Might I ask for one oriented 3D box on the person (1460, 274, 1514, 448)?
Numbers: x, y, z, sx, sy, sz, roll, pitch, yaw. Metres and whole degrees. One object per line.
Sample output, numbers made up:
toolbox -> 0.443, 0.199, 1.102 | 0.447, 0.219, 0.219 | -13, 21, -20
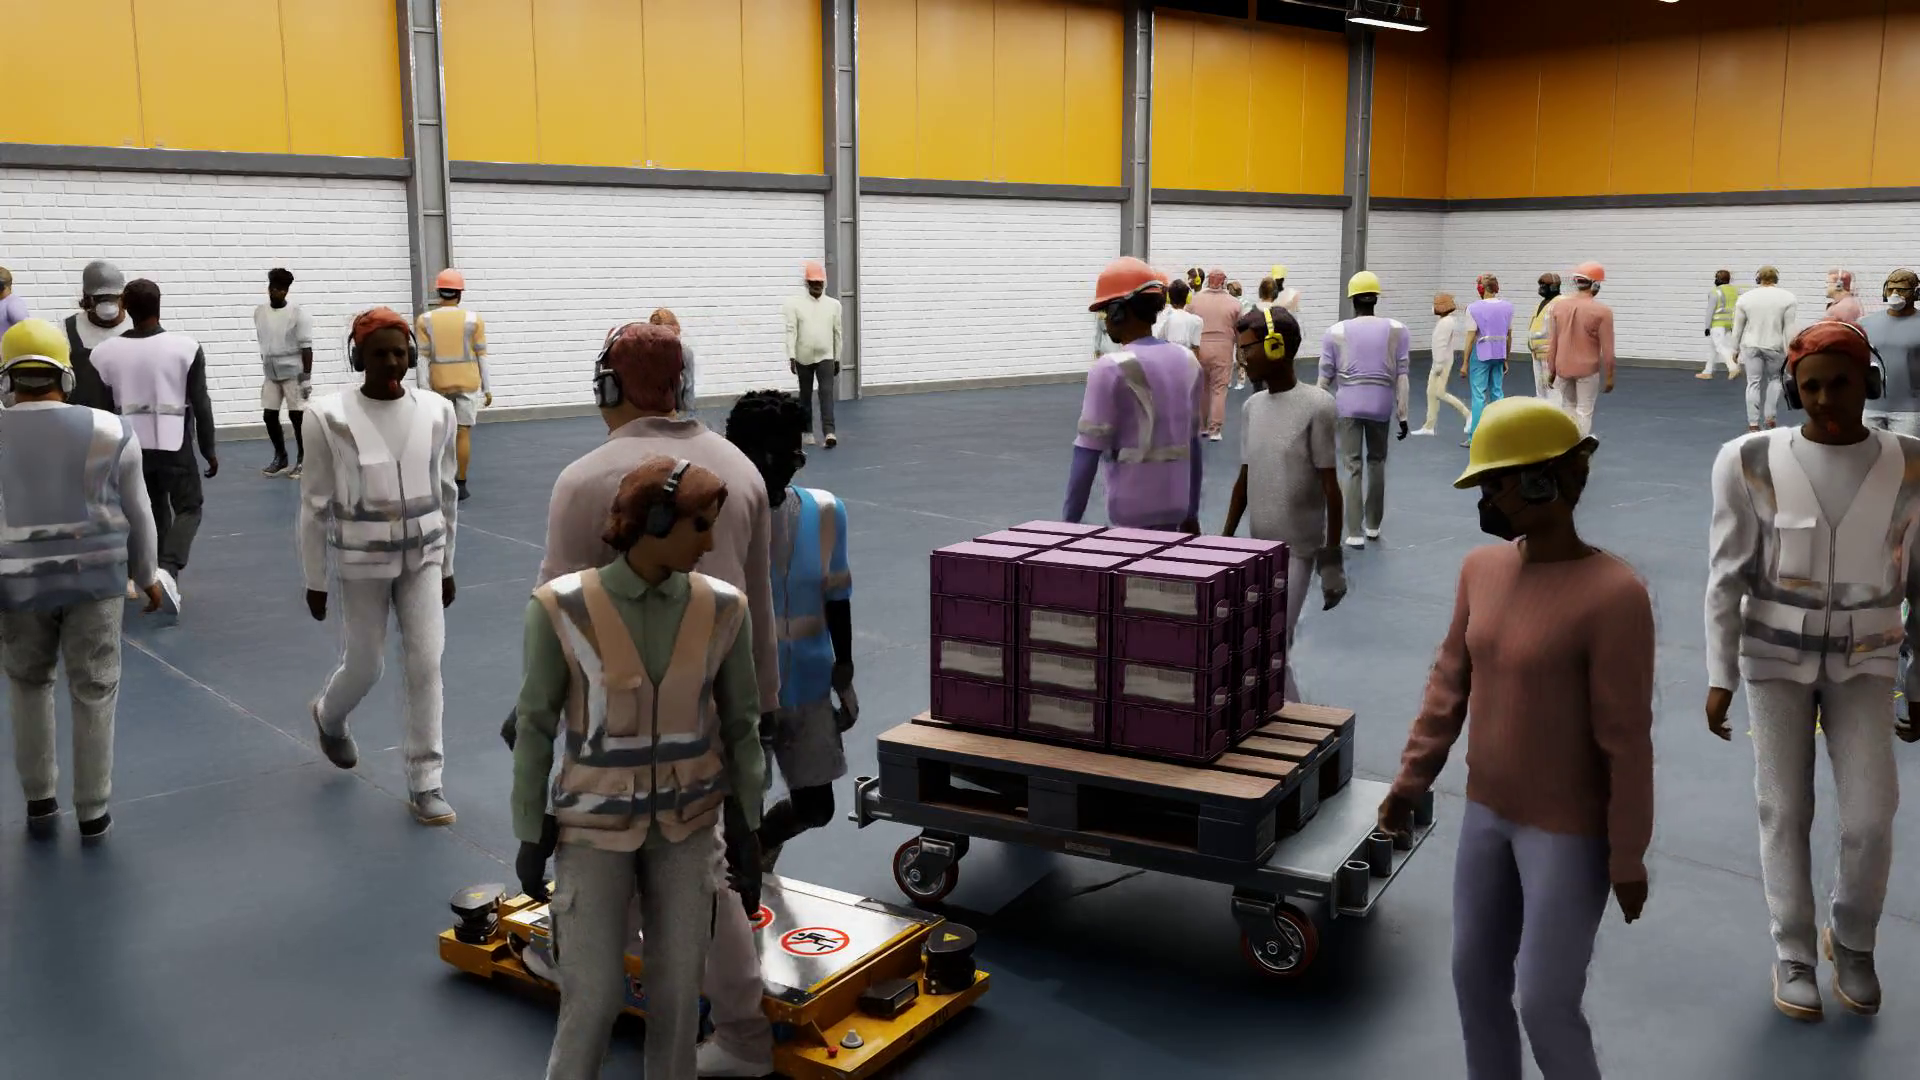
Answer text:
person -> 5.539, -1.870, 17.483 | 0.563, 1.838, 0.390 | -3, 10, -18

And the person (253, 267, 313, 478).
person -> -6.099, -1.504, 15.074 | 0.630, 1.923, 0.516 | 2, 10, 13

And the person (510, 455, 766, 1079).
person -> -0.680, 0.637, 3.492 | 0.578, 1.606, 0.388 | -5, 11, -28

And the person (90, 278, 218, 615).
person -> -4.502, -0.508, 9.318 | 0.605, 1.898, 0.697 | -2, 10, -9

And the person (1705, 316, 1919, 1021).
person -> 2.259, 0.353, 4.375 | 0.583, 1.868, 0.425 | 4, 10, 21

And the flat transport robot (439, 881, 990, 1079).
flat transport robot -> -0.694, 1.115, 4.578 | 1.431, 0.197, 0.652 | 6, 11, 32

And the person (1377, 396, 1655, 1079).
person -> 1.128, 0.584, 3.414 | 0.432, 1.733, 0.569 | -4, 10, -20

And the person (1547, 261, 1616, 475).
person -> 5.726, -1.566, 15.289 | 0.445, 1.973, 0.644 | -7, 12, -36

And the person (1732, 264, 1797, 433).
person -> 9.179, -2.178, 19.010 | 0.662, 1.925, 0.620 | 6, 11, 30

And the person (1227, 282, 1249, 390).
person -> 4.162, -3.100, 25.264 | 0.310, 1.638, 0.523 | -9, 14, -44

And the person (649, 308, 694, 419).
person -> -2.268, -0.989, 12.953 | 0.497, 1.626, 0.288 | 5, 11, 29

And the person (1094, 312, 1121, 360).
person -> 1.925, -2.370, 20.739 | 0.465, 1.729, 0.490 | -5, 11, -26

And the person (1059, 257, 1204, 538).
person -> 0.664, -0.113, 6.676 | 0.715, 2.008, 0.635 | 8, 13, 41

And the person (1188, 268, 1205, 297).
person -> 3.182, -2.708, 22.341 | 0.333, 1.860, 0.559 | -1, 10, -6

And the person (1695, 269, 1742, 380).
person -> 12.461, -3.510, 27.170 | 0.632, 1.816, 0.869 | -5, 11, -29

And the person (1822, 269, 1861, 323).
person -> 8.693, -1.735, 16.547 | 0.442, 1.896, 0.663 | 6, 11, 30

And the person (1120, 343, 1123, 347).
person -> 1.799, -1.968, 17.552 | 0.536, 2.016, 0.615 | -4, 11, -23

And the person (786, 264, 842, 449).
person -> -1.525, -1.933, 17.561 | 0.614, 1.934, 1.072 | -2, 10, -13

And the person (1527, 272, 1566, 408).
person -> 6.599, -2.079, 18.699 | 0.429, 1.839, 0.633 | -1, 10, -5

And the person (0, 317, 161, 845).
person -> -3.118, 0.138, 5.796 | 0.601, 1.815, 0.576 | -4, 11, -23

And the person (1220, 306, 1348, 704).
person -> 1.121, 0.071, 6.129 | 0.516, 1.844, 0.575 | -5, 11, -27

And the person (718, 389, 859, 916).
person -> -0.562, 0.405, 4.612 | 0.540, 1.679, 0.573 | -5, 11, -26

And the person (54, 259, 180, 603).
person -> -4.875, -0.624, 9.592 | 0.706, 2.000, 0.818 | -4, 11, -23

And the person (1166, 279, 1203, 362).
person -> 1.955, -1.488, 15.320 | 0.534, 1.824, 0.989 | 2, 10, 13

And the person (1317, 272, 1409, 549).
person -> 2.803, -0.917, 11.682 | 0.617, 1.904, 0.732 | 1, 10, 6

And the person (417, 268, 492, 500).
person -> -4.192, -1.290, 13.839 | 0.556, 1.918, 0.429 | -1, 10, -5

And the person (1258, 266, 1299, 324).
person -> 4.547, -2.996, 23.971 | 0.607, 1.868, 1.004 | 4, 11, 23

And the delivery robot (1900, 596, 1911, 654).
delivery robot -> 4.754, 0.332, 8.067 | 0.477, 0.478, 0.707 | 6, 11, 30

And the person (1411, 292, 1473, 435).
person -> 5.449, -1.965, 18.662 | 0.619, 1.615, 0.510 | 1, 10, 5

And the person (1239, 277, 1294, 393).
person -> 3.300, -1.891, 17.736 | 0.522, 1.788, 0.990 | 6, 11, 31

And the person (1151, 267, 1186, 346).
person -> 1.623, -1.294, 13.847 | 0.417, 1.921, 0.576 | -5, 11, -28

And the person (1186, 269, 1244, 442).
person -> 2.826, -2.044, 18.396 | 0.672, 1.871, 0.874 | 2, 10, 14

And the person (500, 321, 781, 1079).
person -> -0.828, 0.395, 4.153 | 0.968, 1.850, 0.631 | 5, 11, 28

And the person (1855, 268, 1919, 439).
person -> 6.340, -0.870, 11.331 | 0.631, 1.940, 0.372 | 9, 13, 42

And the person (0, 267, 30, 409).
person -> -8.865, -1.591, 15.559 | 0.631, 1.936, 0.362 | 9, 13, 43

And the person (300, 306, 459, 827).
person -> -2.131, 0.075, 6.080 | 0.578, 1.860, 0.806 | -8, 13, -39
